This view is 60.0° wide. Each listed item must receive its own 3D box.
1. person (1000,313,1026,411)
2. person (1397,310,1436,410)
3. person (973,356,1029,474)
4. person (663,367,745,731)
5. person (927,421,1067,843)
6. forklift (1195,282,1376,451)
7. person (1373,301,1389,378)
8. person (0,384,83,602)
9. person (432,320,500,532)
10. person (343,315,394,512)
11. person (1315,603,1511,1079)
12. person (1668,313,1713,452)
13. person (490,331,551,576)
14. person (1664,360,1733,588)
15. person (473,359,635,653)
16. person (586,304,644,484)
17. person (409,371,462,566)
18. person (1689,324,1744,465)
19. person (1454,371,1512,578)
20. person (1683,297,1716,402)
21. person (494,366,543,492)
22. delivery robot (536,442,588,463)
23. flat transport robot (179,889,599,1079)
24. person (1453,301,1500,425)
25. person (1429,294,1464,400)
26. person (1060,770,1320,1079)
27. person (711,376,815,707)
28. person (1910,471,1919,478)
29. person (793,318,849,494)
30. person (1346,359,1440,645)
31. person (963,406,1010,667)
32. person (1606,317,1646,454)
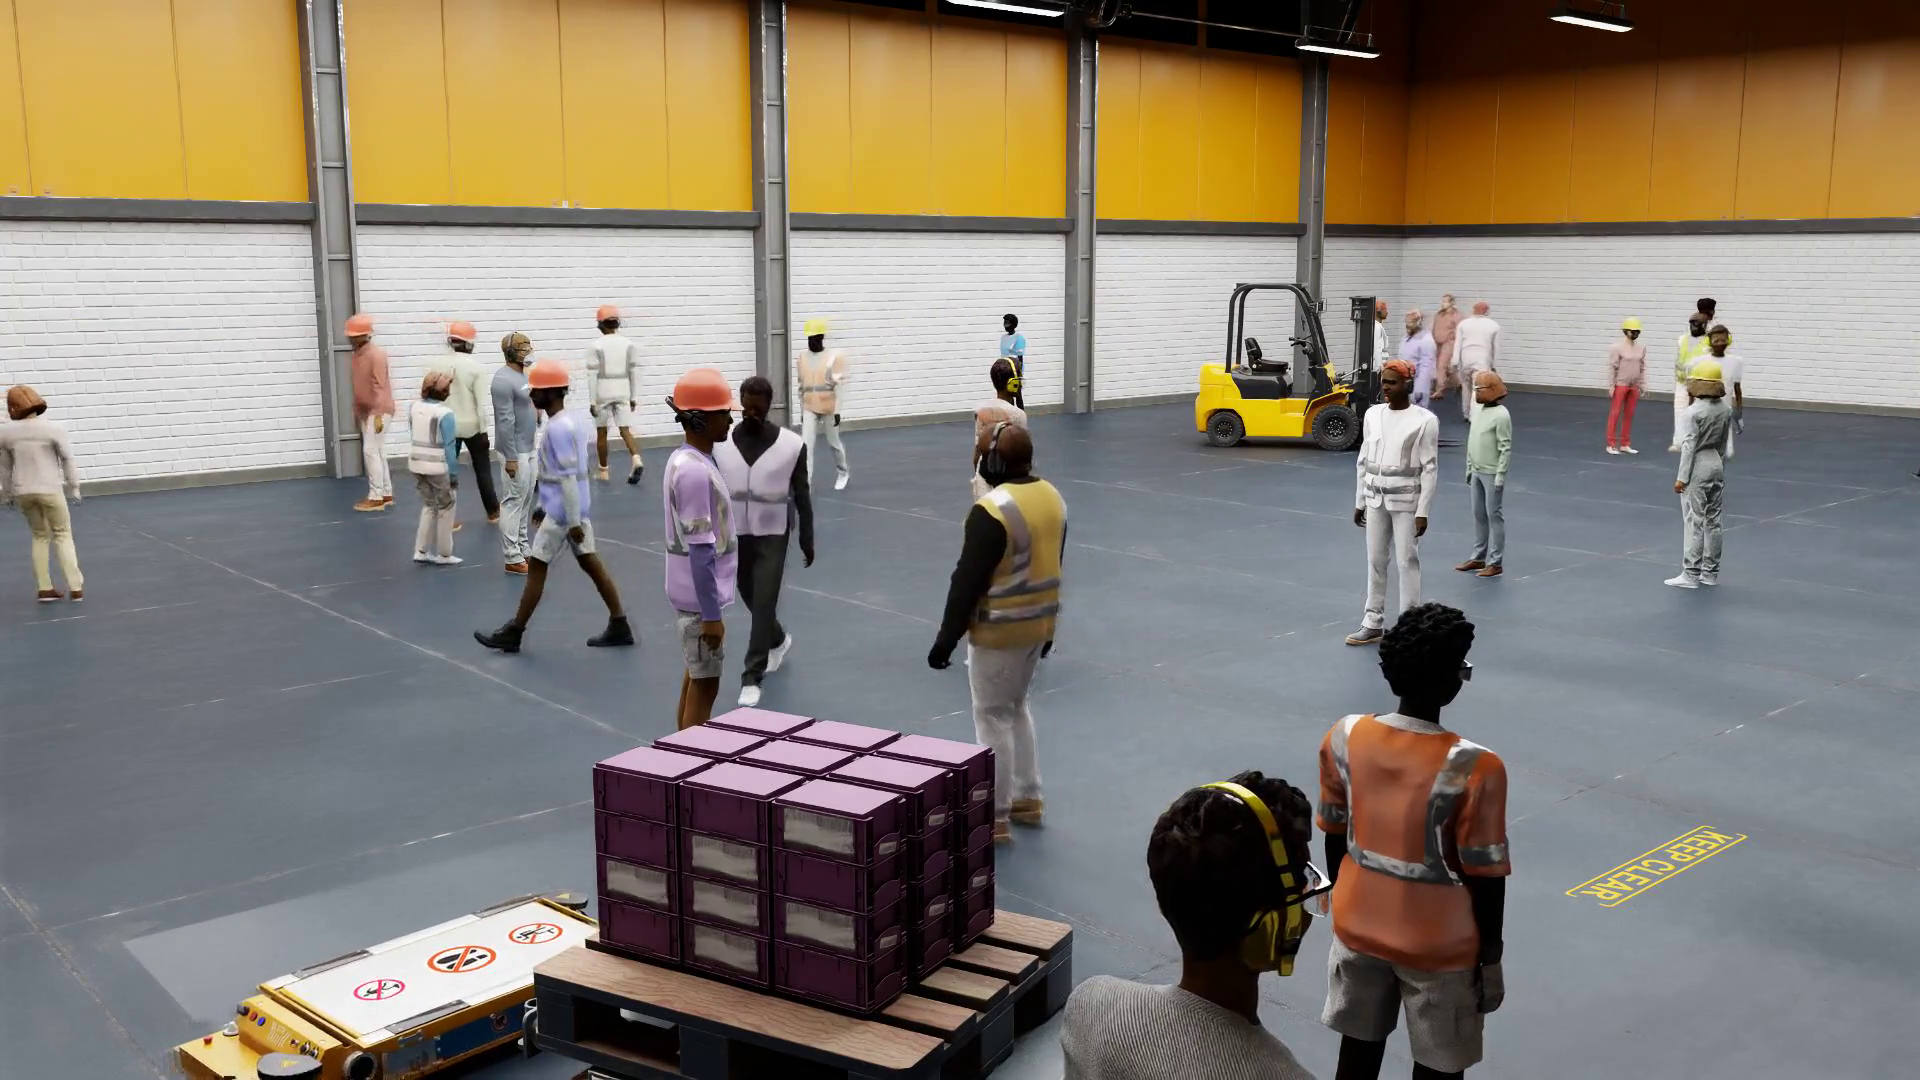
[{"bbox_3d":[0.766,-2.500,24.599,0.319,1.694,0.536,-7,12,-34],"label":"person"},{"bbox_3d":[5.487,-1.874,20.393,0.818,1.868,0.672,-3,10,-18],"label":"person"},{"bbox_3d":[0.306,-0.290,11.140,0.327,1.872,0.516,-8,13,-41],"label":"person"},{"bbox_3d":[-1.135,0.248,7.479,0.371,2.044,0.608,-2,10,-13],"label":"person"},{"bbox_3d":[0.186,0.405,7.182,0.469,1.836,0.657,6,11,32],"label":"person"},{"bbox_3d":[4.328,-2.346,22.227,2.313,2.155,1.214,3,10,16],"label":"forklift"},{"bbox_3d":[6.051,-2.522,24.166,0.352,1.884,0.576,1,10,5],"label":"person"},{"bbox_3d":[-6.706,-0.329,12.120,0.532,1.605,0.334,-1,10,-5],"label":"person"},{"bbox_3d":[-4.602,-1.062,15.463,0.637,1.940,1.014,3,10,16],"label":"person"},{"bbox_3d":[-5.901,-1.257,16.580,0.690,1.961,0.723,8,13,40],"label":"person"},{"bbox_3d":[1.122,0.992,4.137,0.318,1.697,0.536,-8,13,-41],"label":"person"},{"bbox_3d":[9.602,-2.049,21.629,0.858,1.819,0.634,-8,12,-38],"label":"person"},{"bbox_3d":[-3.518,-0.691,13.283,0.372,1.940,0.630,0,10,1],"label":"person"},{"bbox_3d":[5.668,-0.501,12.744,0.485,1.744,0.294,-6,11,-30],"label":"person"},{"bbox_3d":[-2.588,-0.210,10.642,1.010,1.885,0.550,-1,10,-4],"label":"person"},{"bbox_3d":[-3.836,-1.606,18.487,0.613,2.019,0.891,-6,12,-33],"label":"person"},{"bbox_3d":[-4.252,-0.570,13.502,0.539,1.608,0.387,6,11,31],"label":"person"},{"bbox_3d":[7.661,-1.261,16.870,0.557,1.855,0.509,1,10,6],"label":"person"},{"bbox_3d":[4.165,-0.520,13.176,0.286,1.631,0.502,-2,10,-13],"label":"person"},{"bbox_3d":[10.320,-2.401,23.216,0.362,1.963,0.613,-1,10,-8],"label":"person"},{"bbox_3d":[-4.764,-1.332,18.022,0.517,1.605,0.799,-5,11,-25],"label":"person"},{"bbox_3d":[-4.521,-0.974,18.714,0.477,0.478,0.707,5,11,27],"label":"delivery robot"},{"bbox_3d":[-1.687,1.484,5.424,0.652,0.197,1.431,8,13,41],"label":"flat transport robot"},{"bbox_3d":[7.815,-2.679,25.184,0.647,1.843,1.009,4,11,24],"label":"person"},{"bbox_3d":[8.676,-3.441,29.553,0.805,1.877,0.640,-4,10,-22],"label":"person"},{"bbox_3d":[0.347,1.223,2.281,0.327,1.872,0.516,-8,13,-41],"label":"person"},{"bbox_3d":[-1.169,-0.043,9.713,0.624,1.873,0.975,2,10,11],"label":"person"},{"bbox_3d":[11.070,-1.542,18.660,0.607,1.808,0.754,-4,11,-23],"label":"person"},{"bbox_3d":[-1.482,-1.439,17.819,0.593,1.888,0.961,3,10,20],"label":"person"},{"bbox_3d":[2.780,-0.220,10.691,0.355,1.883,0.574,-8,13,-39],"label":"person"},{"bbox_3d":[0.278,-0.020,10.259,0.475,1.619,0.521,-4,10,-22],"label":"person"},{"bbox_3d":[8.552,-1.973,21.299,0.533,1.765,0.331,-3,10,-17],"label":"person"}]
